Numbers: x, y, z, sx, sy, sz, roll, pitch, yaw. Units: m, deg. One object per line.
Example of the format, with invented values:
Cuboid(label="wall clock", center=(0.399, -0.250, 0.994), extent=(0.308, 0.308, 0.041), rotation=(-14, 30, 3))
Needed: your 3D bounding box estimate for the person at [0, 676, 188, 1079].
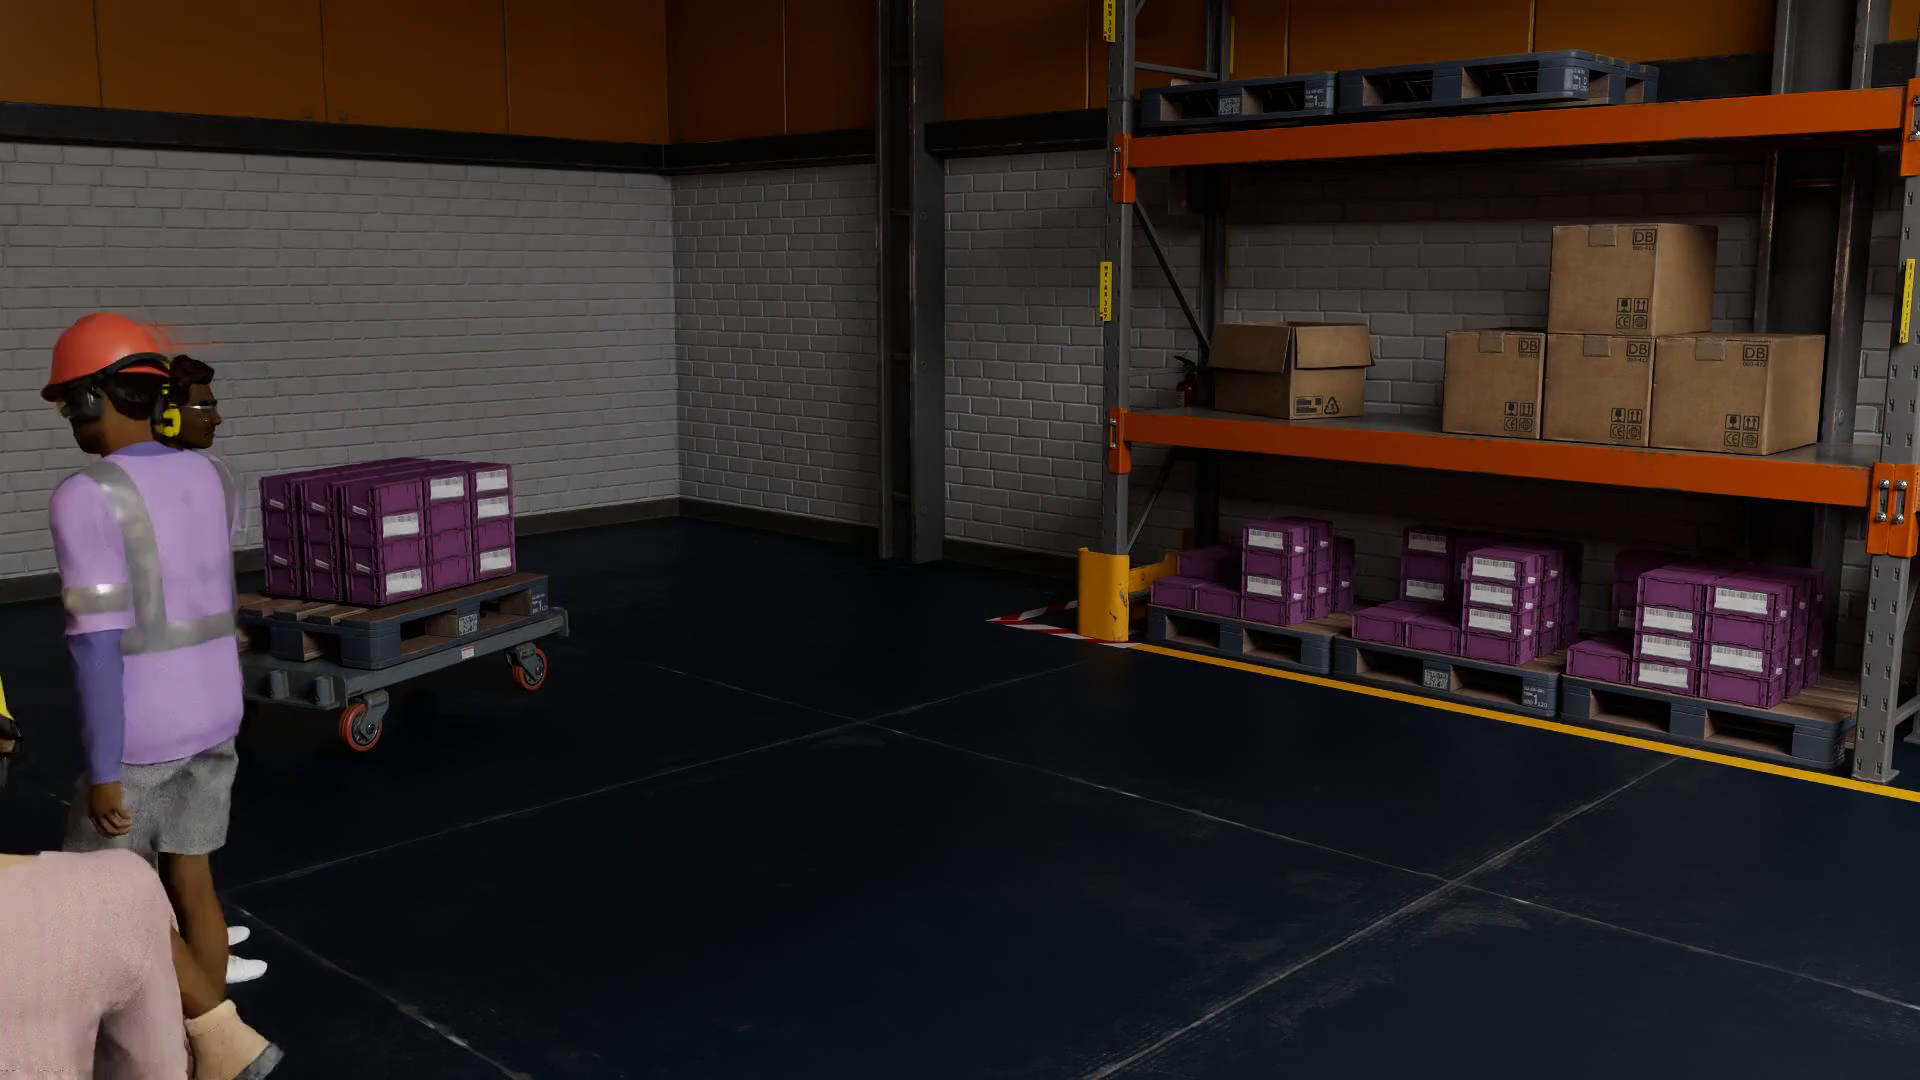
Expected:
Cuboid(label="person", center=(-1.130, 0.939, 1.947), extent=(0.468, 1.755, 0.525), rotation=(6, 11, 34))

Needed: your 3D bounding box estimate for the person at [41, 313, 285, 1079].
Cuboid(label="person", center=(-1.968, 0.455, 4.100), extent=(0.556, 2.015, 0.620), rotation=(2, 10, 14))

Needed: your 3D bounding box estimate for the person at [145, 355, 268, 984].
Cuboid(label="person", center=(-2.318, 0.388, 4.960), extent=(0.310, 1.868, 0.531), rotation=(-5, 11, -29))
